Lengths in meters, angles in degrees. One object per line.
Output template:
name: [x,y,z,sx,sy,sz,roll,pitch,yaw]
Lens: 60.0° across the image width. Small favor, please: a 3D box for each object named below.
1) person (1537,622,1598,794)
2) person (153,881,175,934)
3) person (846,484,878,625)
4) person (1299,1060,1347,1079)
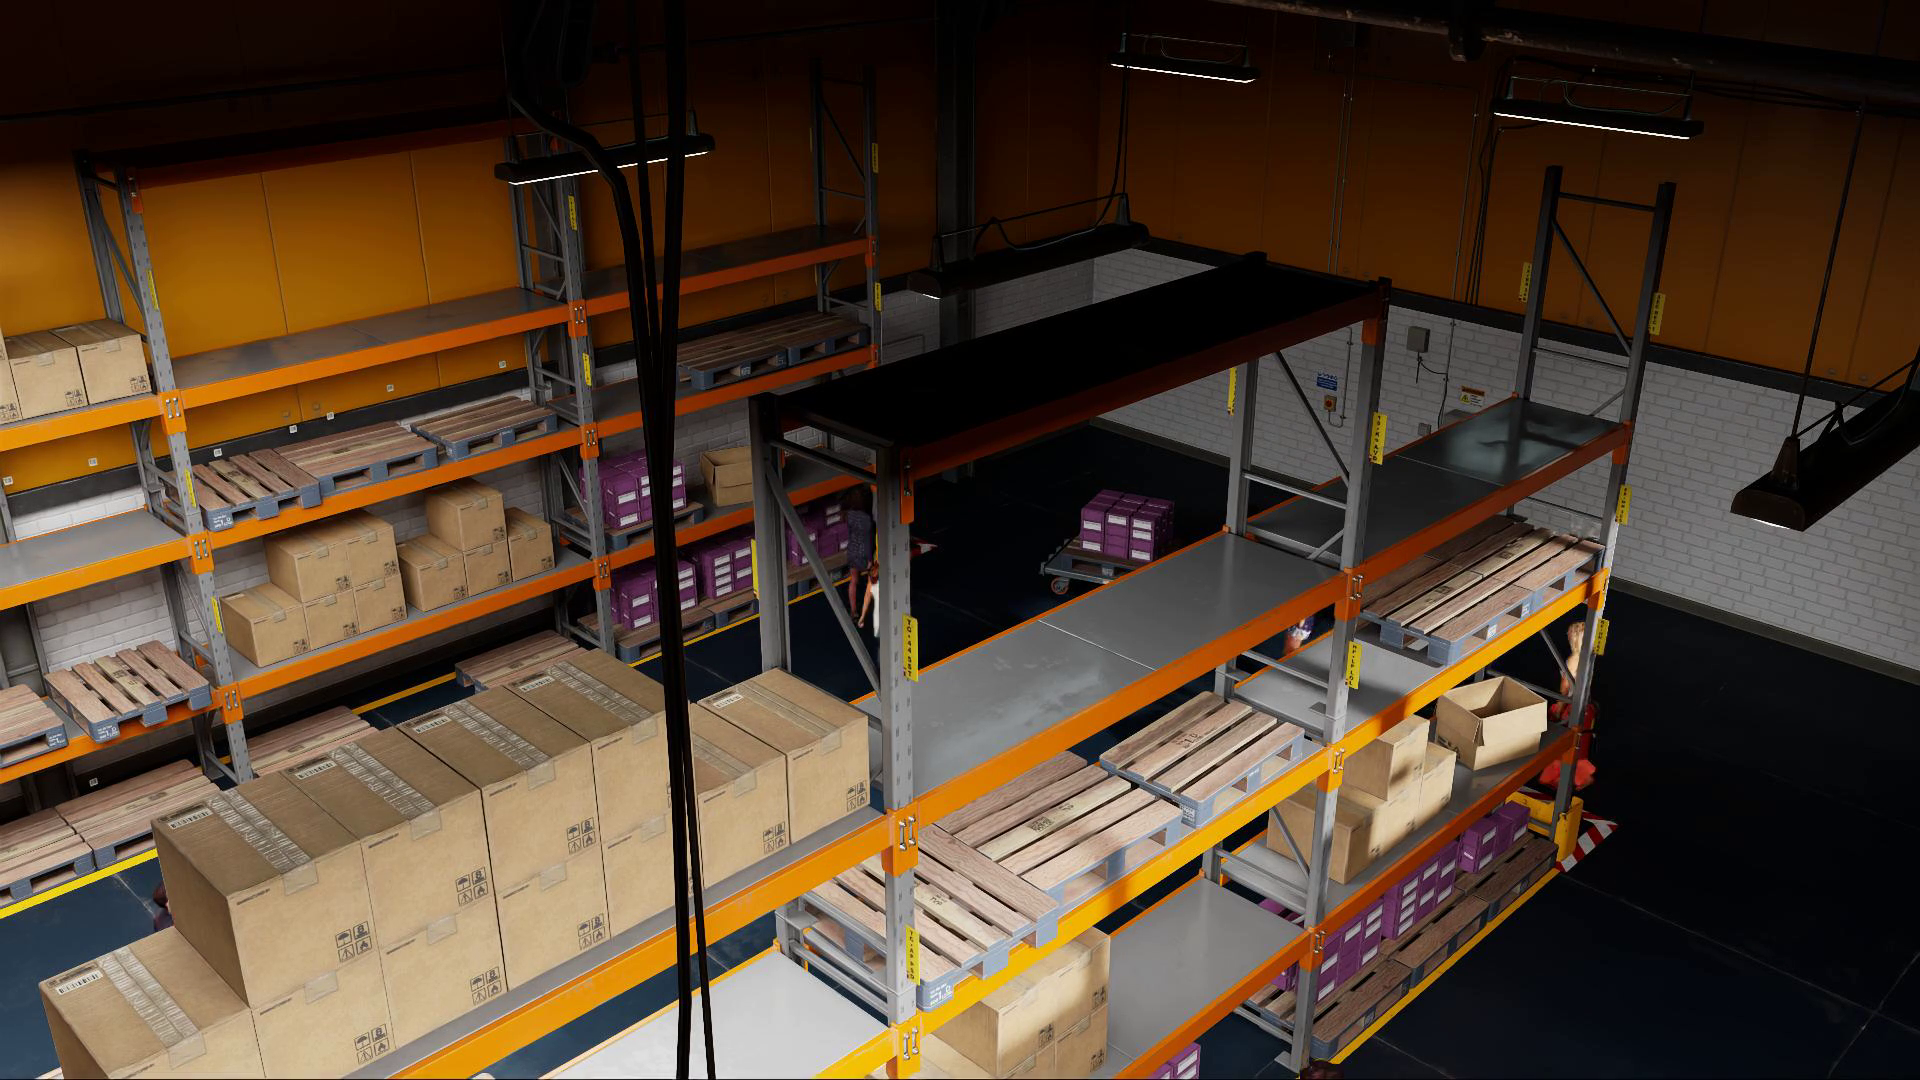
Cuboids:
person: [5.752,1.613,15.451,0.720,1.789,0.760,21,31,39]
person: [-5.475,3.241,11.617,1.305,1.876,0.960,-11,26,-24]
person: [-1.174,0.208,18.801,0.756,1.679,0.641,-21,31,-40]
person: [2.073,3.991,10.064,0.633,1.746,1.105,19,30,37]
